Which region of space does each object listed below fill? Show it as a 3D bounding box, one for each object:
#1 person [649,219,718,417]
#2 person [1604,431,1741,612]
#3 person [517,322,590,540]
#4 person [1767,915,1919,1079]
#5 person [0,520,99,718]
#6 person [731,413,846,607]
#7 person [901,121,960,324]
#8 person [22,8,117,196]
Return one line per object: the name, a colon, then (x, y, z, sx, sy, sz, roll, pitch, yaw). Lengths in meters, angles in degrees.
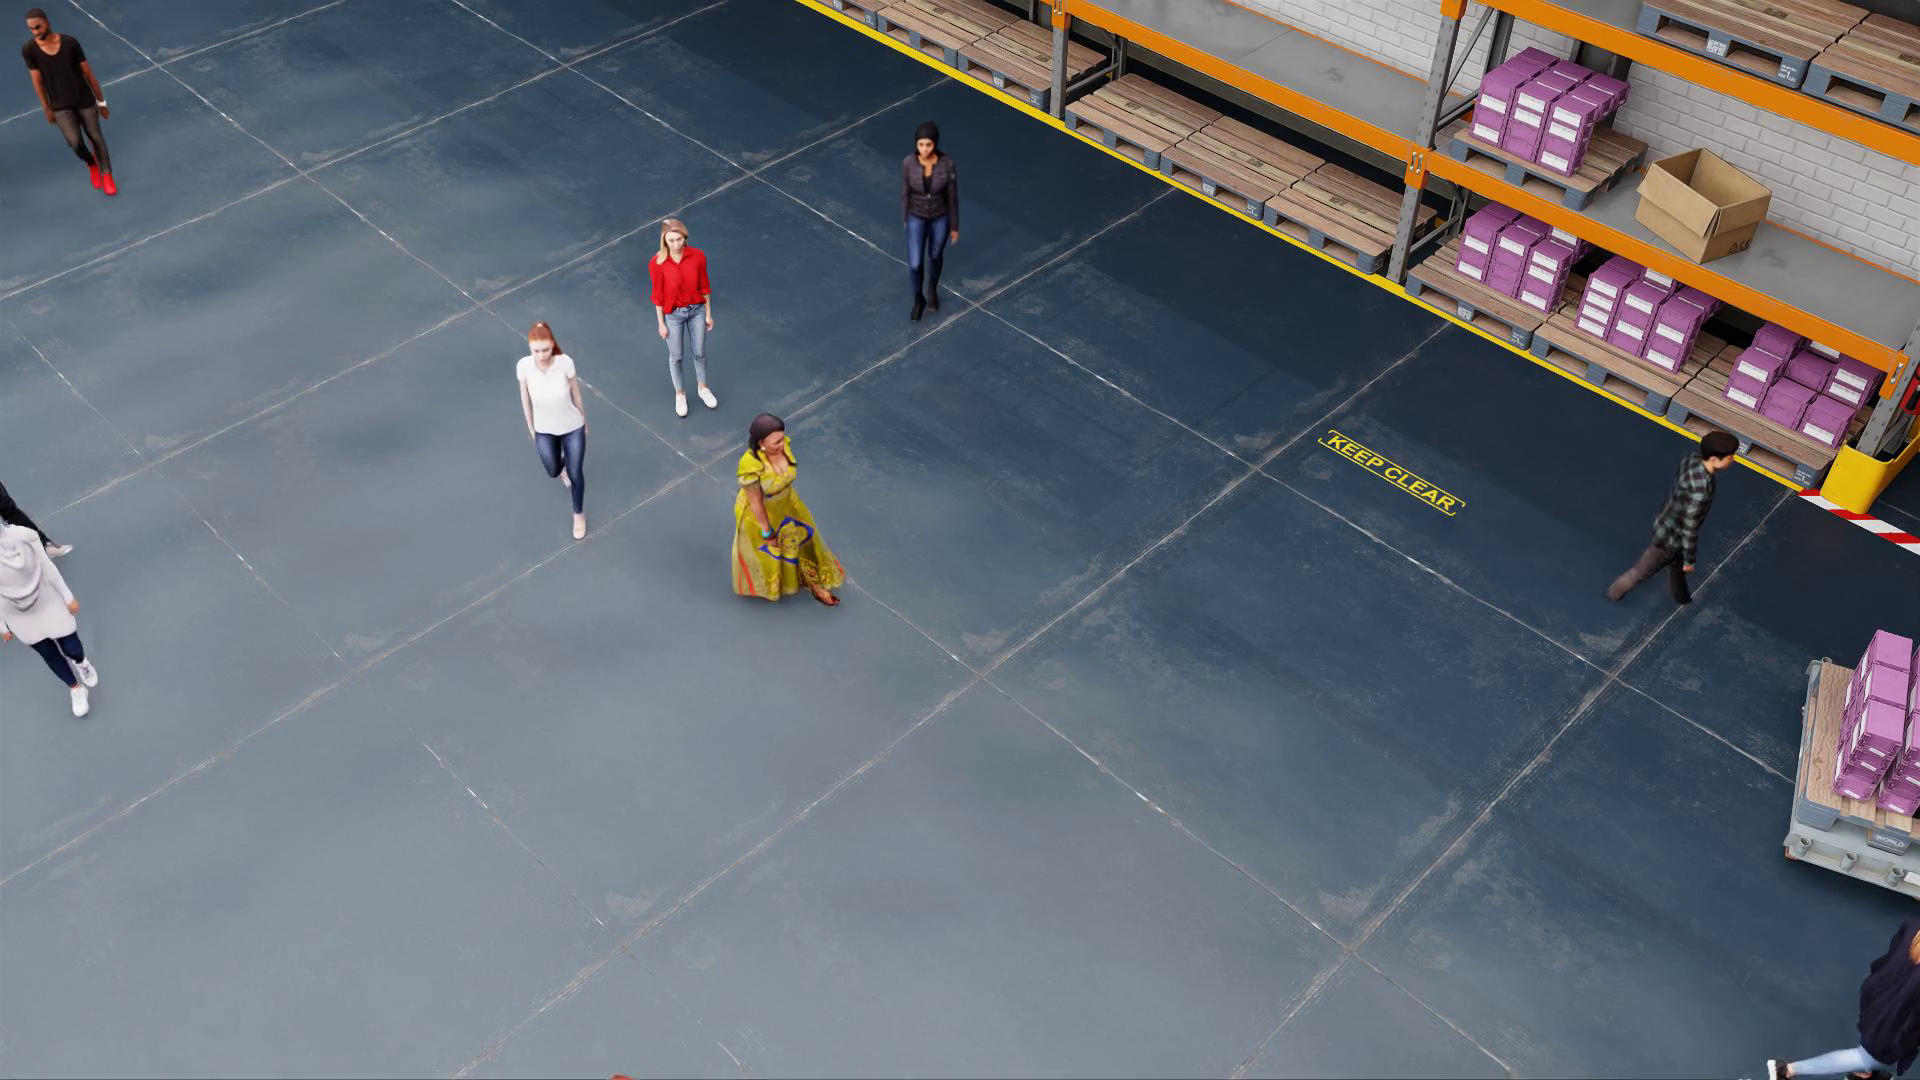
person: (-2.106, -1.719, 12.686, 0.679, 1.705, 0.639, -16, 46, -16)
person: (4.742, -0.077, 11.249, 1.152, 1.682, 0.963, 15, 46, 15)
person: (-2.827, -0.833, 11.742, 0.876, 1.724, 0.997, -6, 44, -7)
person: (4.659, 2.376, 8.418, 1.079, 1.663, 0.998, 1, 44, 1)
person: (-5.818, 0.373, 10.445, 0.732, 1.766, 0.768, -19, 47, -19)
person: (-1.349, -0.217, 11.162, 1.077, 1.632, 0.914, 24, 49, 23)
person: (-0.244, -2.666, 13.659, 0.812, 1.733, 0.872, 0, 44, 0)
person: (-8.014, -3.994, 15.011, 0.777, 1.792, 0.772, -19, 47, -19)
